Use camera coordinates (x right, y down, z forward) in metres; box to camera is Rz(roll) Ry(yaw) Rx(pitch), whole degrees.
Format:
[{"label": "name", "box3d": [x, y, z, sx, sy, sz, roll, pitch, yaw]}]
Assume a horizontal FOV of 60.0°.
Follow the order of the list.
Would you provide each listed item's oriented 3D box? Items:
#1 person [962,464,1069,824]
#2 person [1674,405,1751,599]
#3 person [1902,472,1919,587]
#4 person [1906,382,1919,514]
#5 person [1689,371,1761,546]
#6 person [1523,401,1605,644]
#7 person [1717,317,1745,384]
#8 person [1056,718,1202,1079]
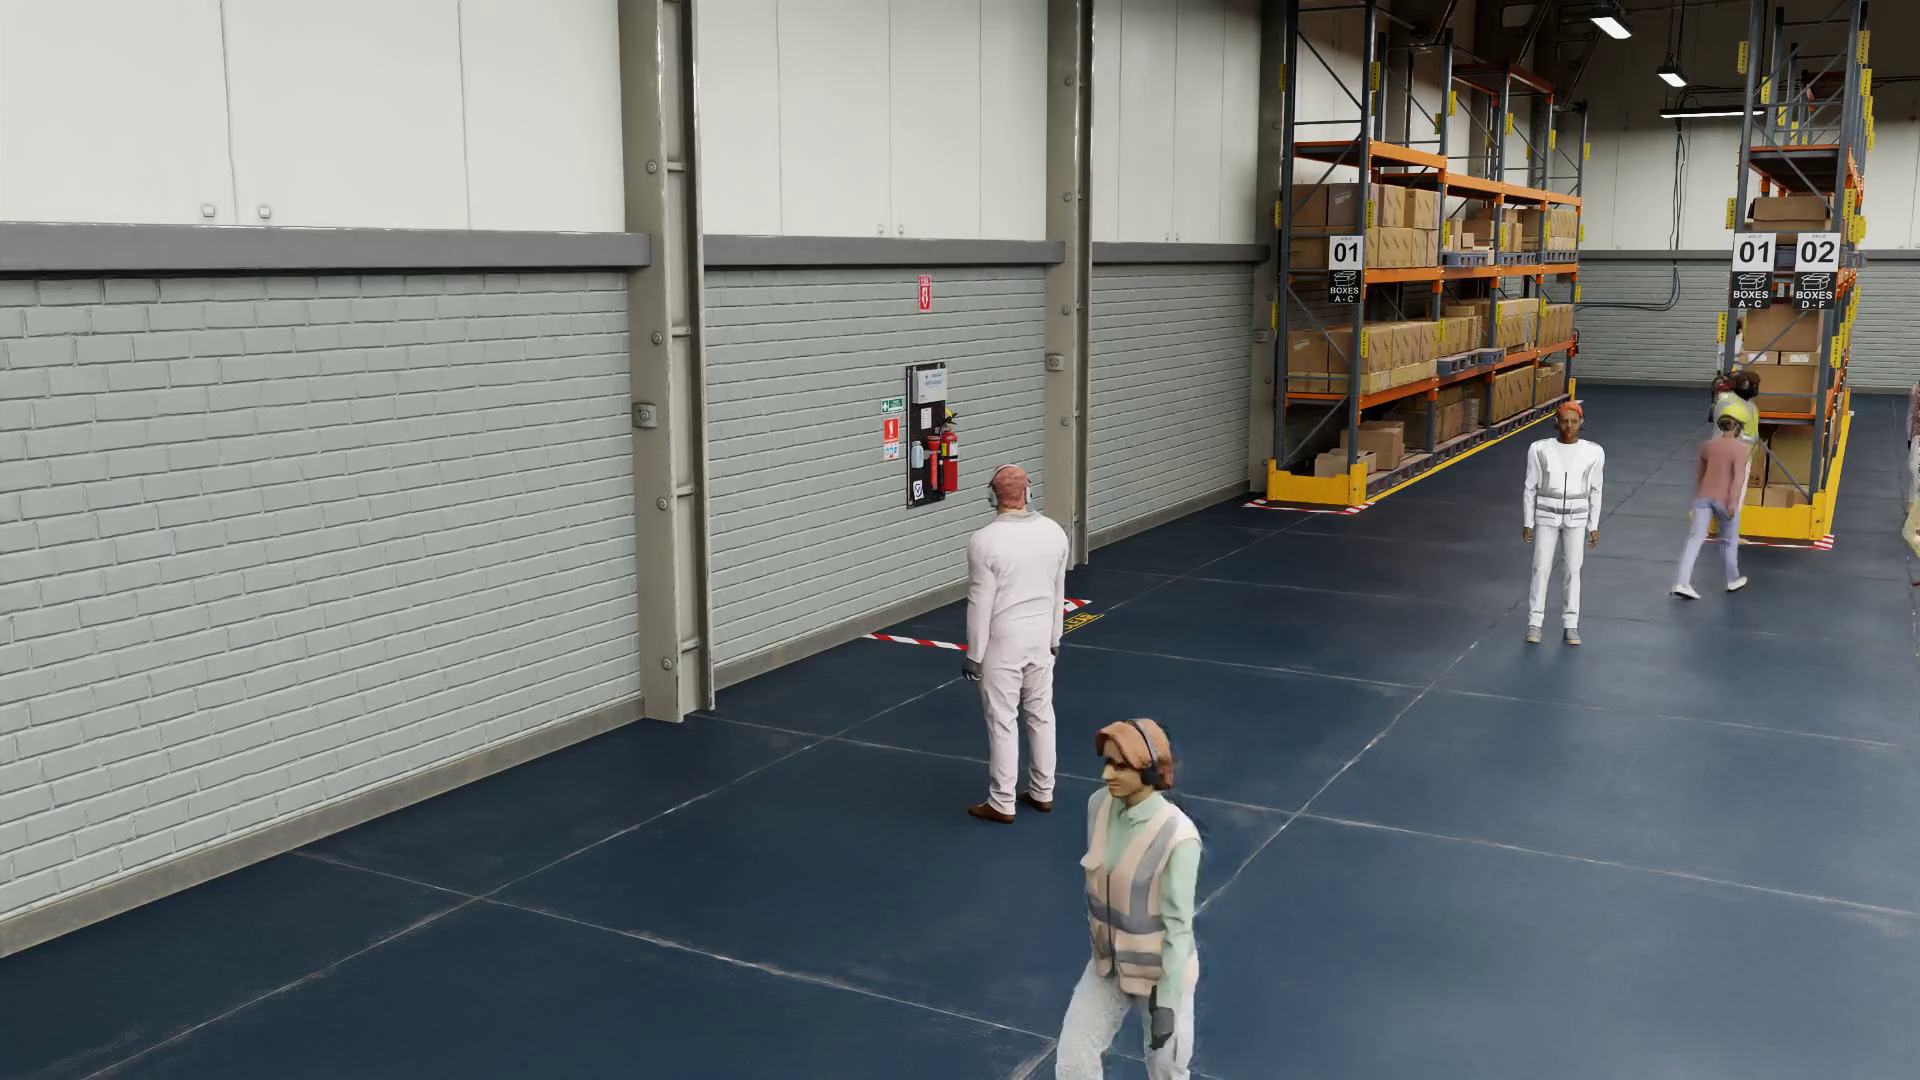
[{"label": "person", "box3d": [0.266, 0.547, 8.840, 0.643, 1.905, 0.399, -7, 12, -37]}, {"label": "person", "box3d": [6.644, -0.332, 14.617, 0.986, 1.684, 0.526, -6, 12, -32]}, {"label": "person", "box3d": [8.712, -0.348, 14.922, 0.505, 1.620, 0.342, -4, 10, -21]}, {"label": "person", "box3d": [11.201, -1.174, 19.114, 0.621, 1.829, 0.475, 7, 12, 37]}, {"label": "person", "box3d": [8.028, -0.863, 17.354, 0.637, 1.821, 0.556, -6, 12, -33]}, {"label": "person", "box3d": [4.650, -0.131, 12.864, 0.575, 1.884, 0.355, 3, 10, 15]}, {"label": "person", "box3d": [14.482, -3.234, 31.147, 0.590, 1.860, 0.426, 5, 11, 28]}, {"label": "person", "box3d": [0.485, 1.337, 5.029, 0.627, 1.615, 0.538, -6, 12, -33]}]
